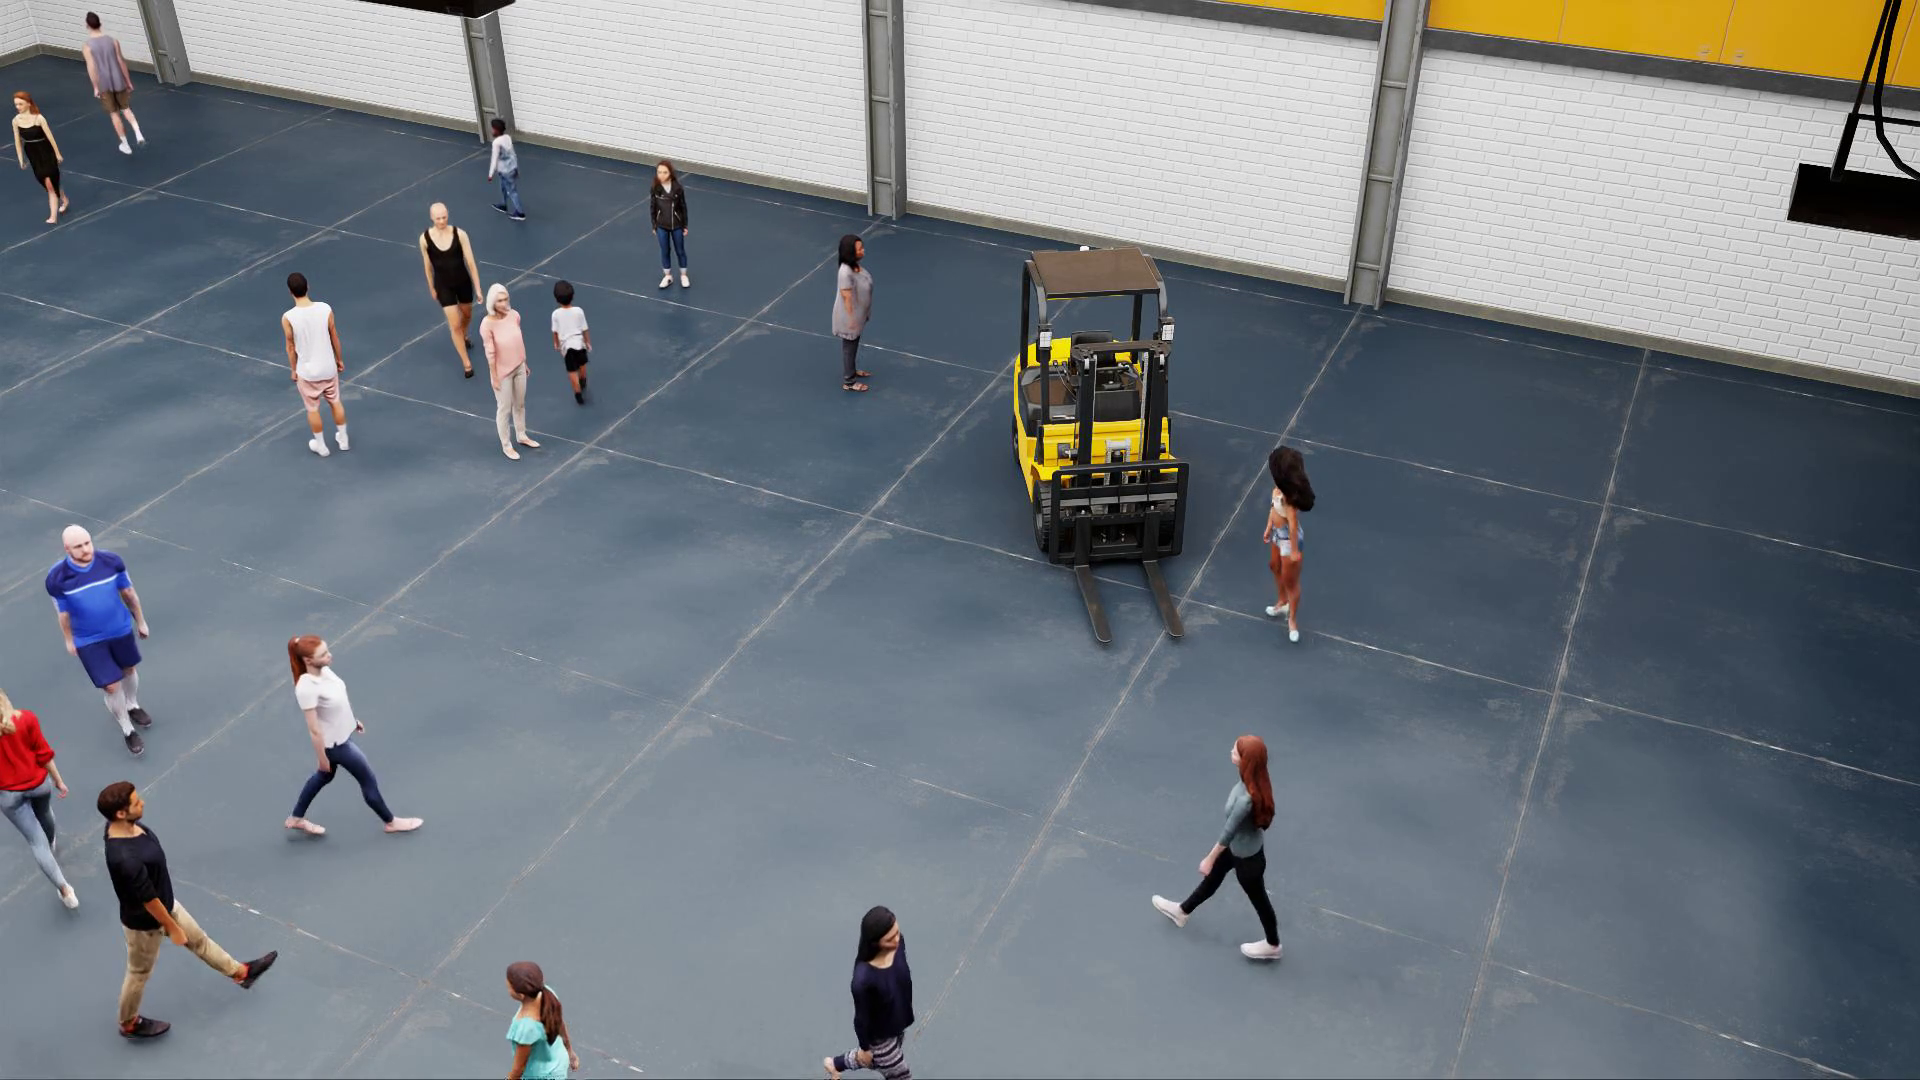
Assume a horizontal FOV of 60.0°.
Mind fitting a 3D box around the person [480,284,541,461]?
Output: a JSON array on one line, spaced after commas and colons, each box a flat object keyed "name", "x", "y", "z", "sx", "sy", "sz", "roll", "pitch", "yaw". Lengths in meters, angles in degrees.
[{"name": "person", "x": -4.201, "y": -1.593, "z": 15.458, "sx": 0.558, "sy": 1.723, "sz": 0.628, "roll": 19, "pitch": 38, "yaw": 27}]

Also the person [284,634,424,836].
[{"name": "person", "x": -4.259, "y": 1.341, "z": 11.064, "sx": 1.158, "sy": 1.702, "sz": 1.040, "roll": -9, "pitch": 35, "yaw": -13}]

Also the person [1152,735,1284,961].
[{"name": "person", "x": 1.815, "y": 1.944, "z": 10.160, "sx": 1.106, "sy": 1.698, "sz": 0.645, "roll": 12, "pitch": 35, "yaw": 17}]

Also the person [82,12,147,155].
[{"name": "person", "x": -11.014, "y": -5.900, "z": 21.616, "sx": 0.829, "sy": 1.829, "sz": 0.743, "roll": 29, "pitch": 43, "yaw": 36}]

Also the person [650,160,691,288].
[{"name": "person", "x": -3.248, "y": -3.548, "z": 18.618, "sx": 0.570, "sy": 1.482, "sz": 0.691, "roll": -2, "pitch": 34, "yaw": -2}]

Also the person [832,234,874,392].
[{"name": "person", "x": -1.096, "y": -2.295, "z": 16.617, "sx": 0.787, "sy": 1.611, "sz": 0.746, "roll": -1, "pitch": 34, "yaw": -1}]

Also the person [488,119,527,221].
[{"name": "person", "x": -5.478, "y": -4.502, "z": 20.273, "sx": 0.774, "sy": 1.239, "sz": 0.564, "roll": 9, "pitch": 35, "yaw": 13}]

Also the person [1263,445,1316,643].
[{"name": "person", "x": 2.621, "y": 0.046, "z": 13.109, "sx": 0.814, "sy": 1.595, "sz": 0.809, "roll": -10, "pitch": 35, "yaw": -15}]

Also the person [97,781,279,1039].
[{"name": "person", "x": -4.818, "y": 2.210, "z": 9.670, "sx": 1.215, "sy": 1.798, "sz": 1.214, "roll": -14, "pitch": 36, "yaw": -20}]

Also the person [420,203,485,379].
[{"name": "person", "x": -5.156, "y": -2.616, "z": 16.950, "sx": 1.171, "sy": 1.776, "sz": 1.229, "roll": -12, "pitch": 35, "yaw": -17}]

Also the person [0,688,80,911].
[{"name": "person", "x": -5.973, "y": 1.654, "z": 10.636, "sx": 0.934, "sy": 1.654, "sz": 1.218, "roll": -25, "pitch": 41, "yaw": -33}]

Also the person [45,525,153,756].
[{"name": "person", "x": -6.221, "y": 0.639, "z": 12.015, "sx": 0.918, "sy": 1.819, "sz": 0.825, "roll": 28, "pitch": 43, "yaw": 35}]

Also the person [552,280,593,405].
[{"name": "person", "x": -3.810, "y": -1.926, "z": 16.396, "sx": 0.790, "sy": 1.240, "sz": 0.838, "roll": -10, "pitch": 35, "yaw": -14}]

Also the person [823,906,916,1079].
[{"name": "person", "x": -0.486, "y": 2.620, "z": 9.131, "sx": 0.978, "sy": 1.713, "sz": 0.642, "roll": 17, "pitch": 37, "yaw": 23}]

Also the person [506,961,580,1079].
[{"name": "person", "x": -2.146, "y": 2.875, "z": 8.930, "sx": 1.119, "sy": 1.510, "sz": 0.791, "roll": 3, "pitch": 34, "yaw": 5}]

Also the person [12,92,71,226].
[{"name": "person", "x": -11.130, "y": -4.679, "z": 20.236, "sx": 1.103, "sy": 1.574, "sz": 0.963, "roll": -1, "pitch": 34, "yaw": -2}]

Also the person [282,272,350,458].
[{"name": "person", "x": -5.979, "y": -1.613, "z": 15.440, "sx": 0.734, "sy": 1.777, "sz": 0.730, "roll": -25, "pitch": 41, "yaw": -33}]
